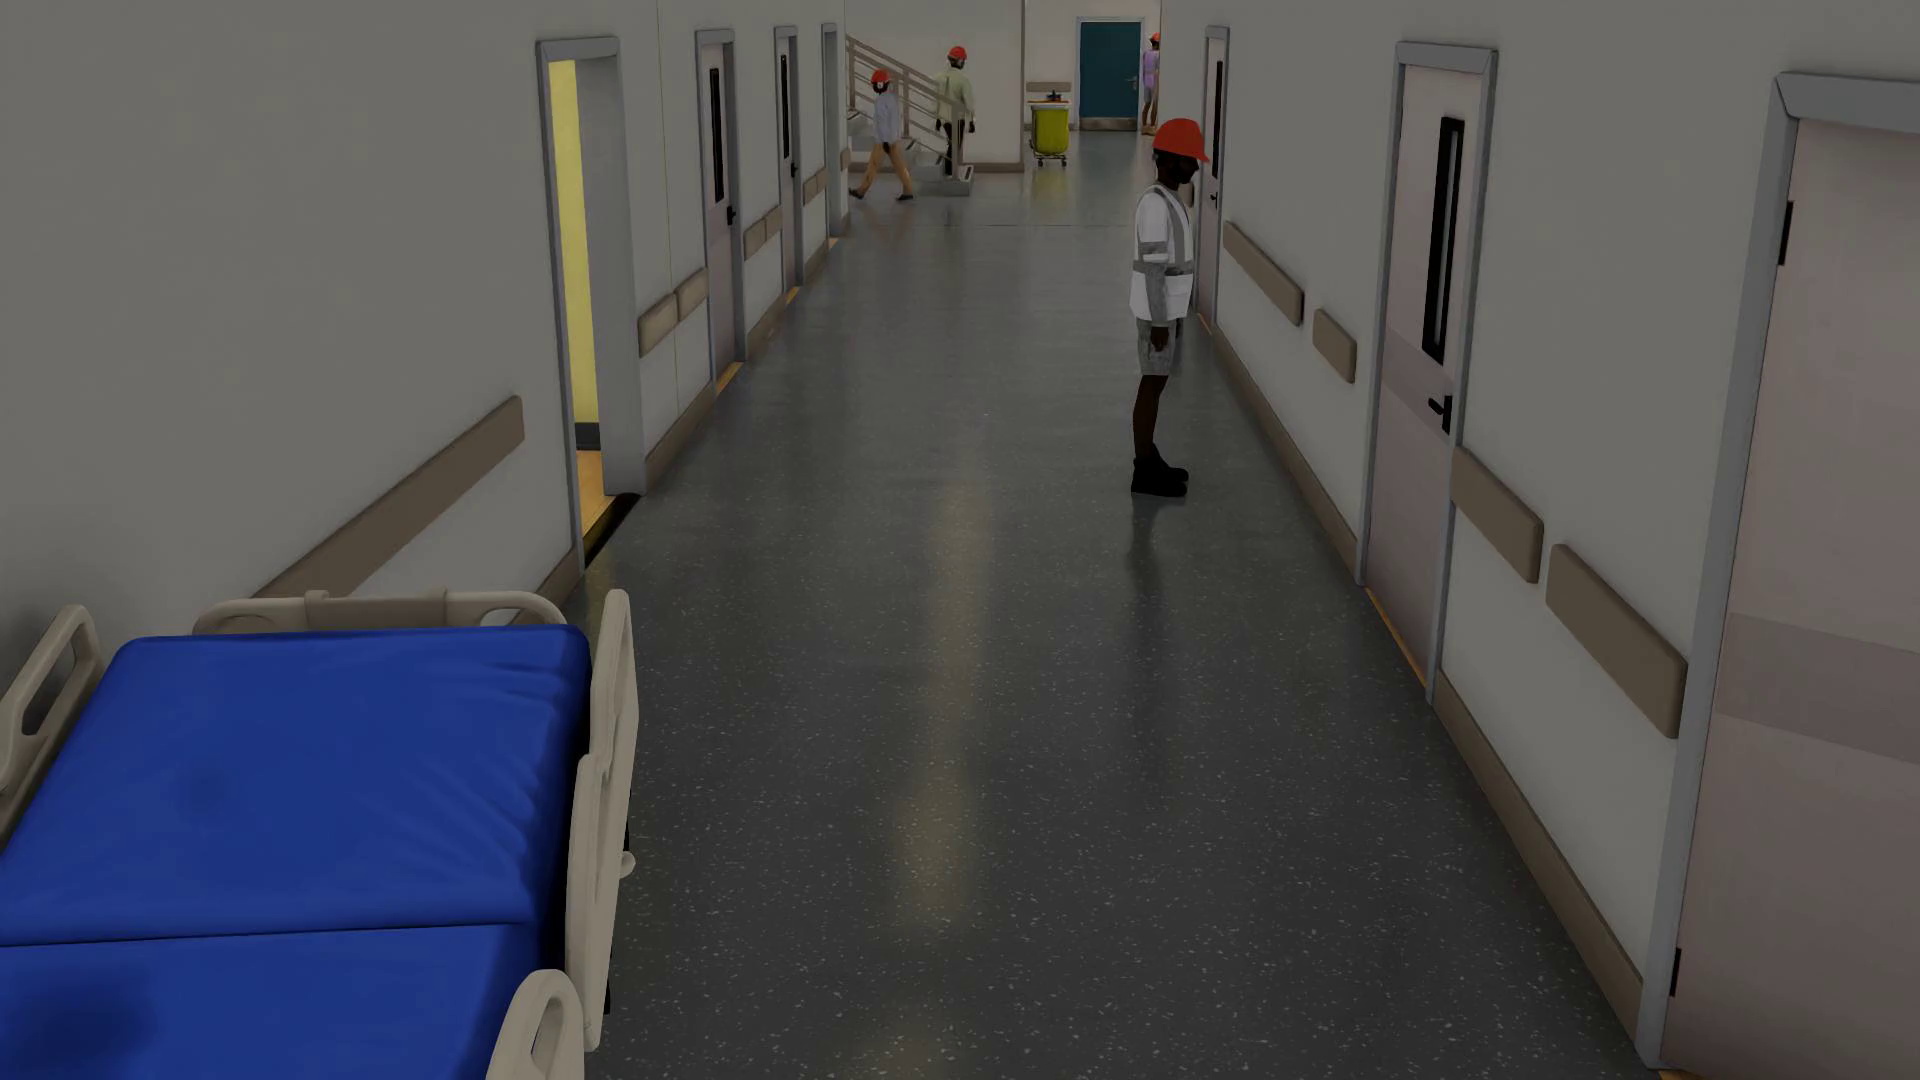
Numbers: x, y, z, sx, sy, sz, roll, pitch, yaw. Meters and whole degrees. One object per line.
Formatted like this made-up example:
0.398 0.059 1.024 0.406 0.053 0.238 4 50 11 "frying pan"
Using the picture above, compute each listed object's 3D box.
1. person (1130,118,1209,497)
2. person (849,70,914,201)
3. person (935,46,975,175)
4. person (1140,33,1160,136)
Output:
1.075 -1.200 8.645 0.373 1.932 0.542 4 18 12 "person"
-1.039 -5.347 22.045 0.945 1.697 0.571 5 18 14 "person"
-0.051 -5.985 23.611 0.648 1.973 0.523 17 24 42 "person"
3.947 -9.237 33.746 0.408 2.033 0.612 -11 21 -32 "person"
